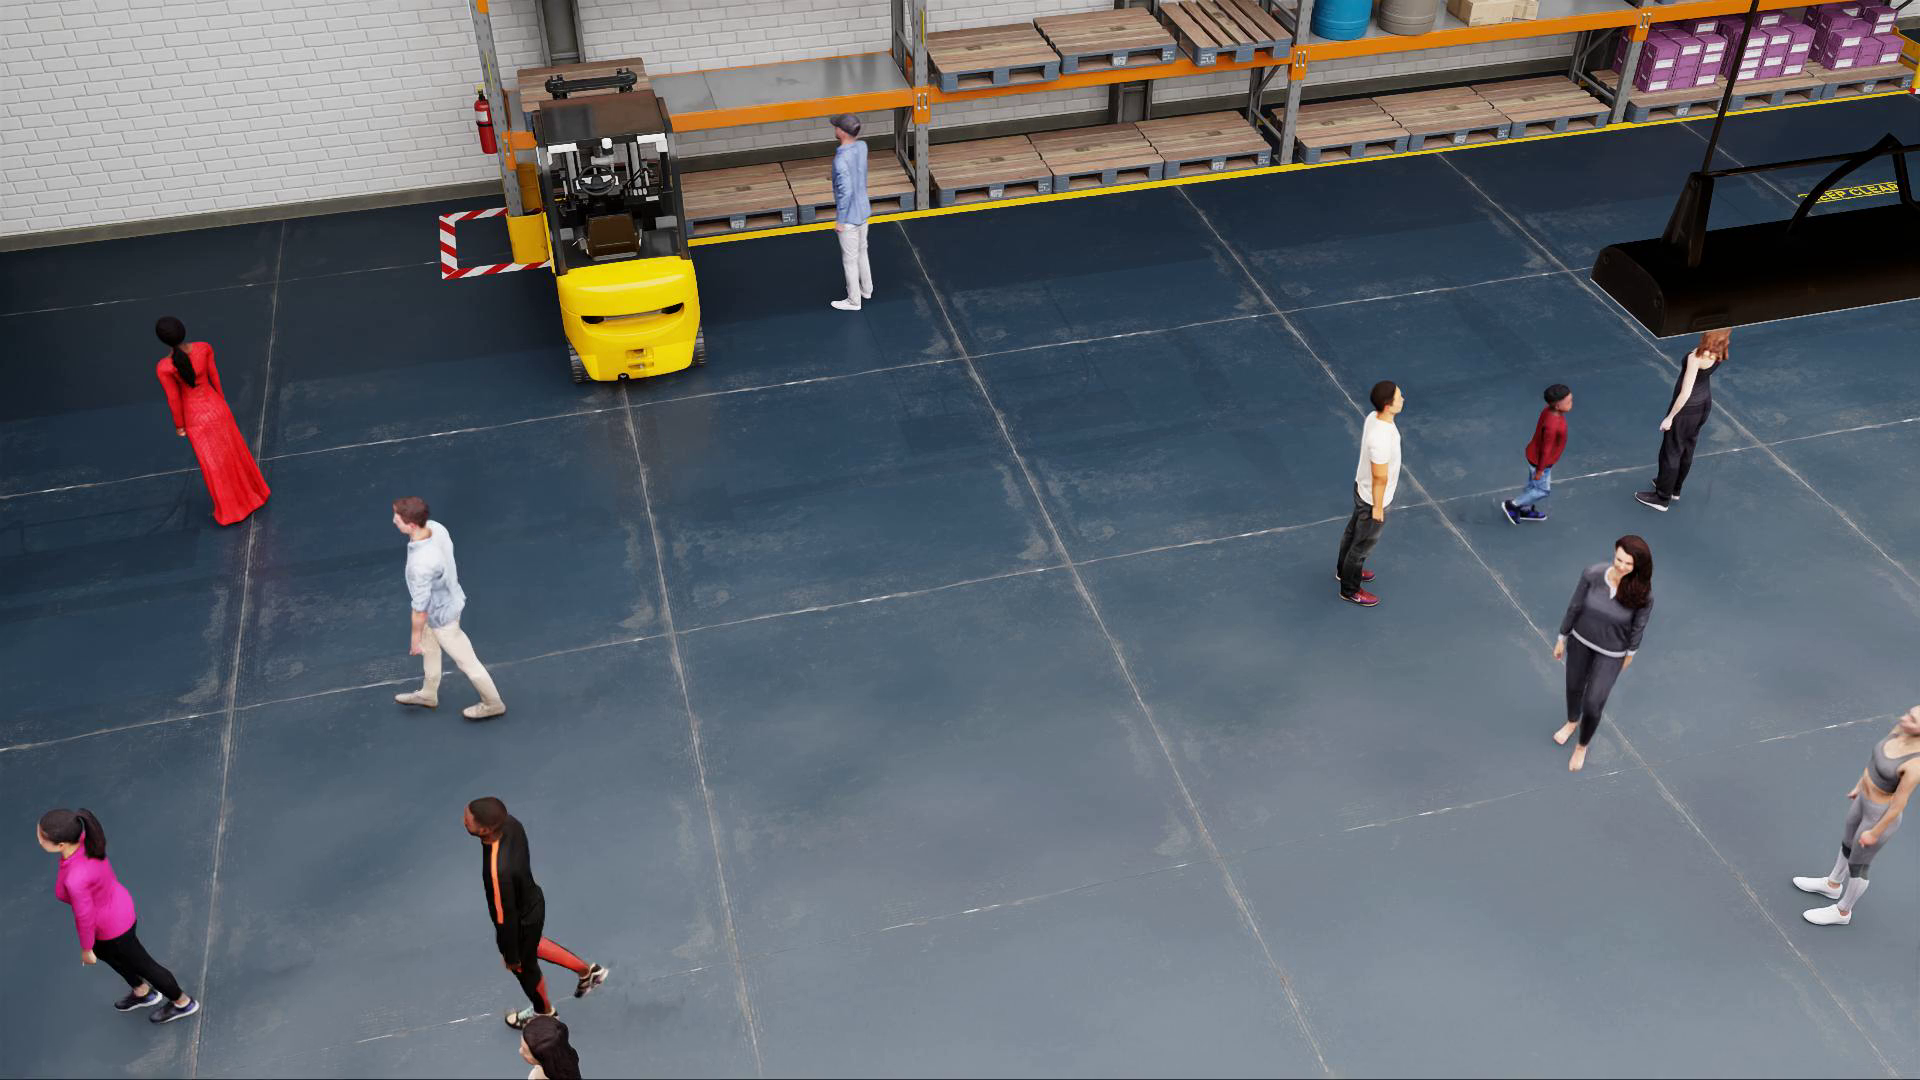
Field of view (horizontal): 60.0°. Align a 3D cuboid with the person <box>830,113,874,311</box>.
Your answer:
[{"bbox_3d":[-0.970,-2.950,14.941,0.783,1.888,0.742,16,41,19],"label":"person"}]

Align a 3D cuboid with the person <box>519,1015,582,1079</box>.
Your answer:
[{"bbox_3d":[-1.841,2.810,7.850,0.543,1.736,0.595,-13,40,-16],"label":"person"}]

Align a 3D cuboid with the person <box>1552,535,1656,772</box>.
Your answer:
[{"bbox_3d":[4.081,0.620,10.578,0.783,1.753,0.843,27,46,29],"label":"person"}]

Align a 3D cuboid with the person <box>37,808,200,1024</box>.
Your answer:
[{"bbox_3d":[-4.443,2.010,8.902,0.673,1.683,0.612,-12,40,-15],"label":"person"}]

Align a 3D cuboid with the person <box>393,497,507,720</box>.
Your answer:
[{"bbox_3d":[-3.233,0.473,10.706,1.023,1.825,0.773,-3,39,-4],"label":"person"}]

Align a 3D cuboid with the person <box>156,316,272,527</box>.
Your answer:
[{"bbox_3d":[-5.646,-0.897,12.462,0.806,1.784,0.742,21,43,24],"label":"person"}]

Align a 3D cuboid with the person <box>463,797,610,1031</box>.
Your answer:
[{"bbox_3d":[-2.243,1.997,8.820,0.865,1.797,0.702,-4,39,-4],"label":"person"}]

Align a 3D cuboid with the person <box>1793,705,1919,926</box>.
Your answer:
[{"bbox_3d":[5.215,1.544,9.464,0.681,1.701,0.650,7,39,8],"label":"person"}]

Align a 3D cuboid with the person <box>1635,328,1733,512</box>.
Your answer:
[{"bbox_3d":[5.545,-1.005,12.617,0.608,1.748,0.725,-29,47,-32],"label":"person"}]

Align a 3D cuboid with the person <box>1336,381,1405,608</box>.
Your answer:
[{"bbox_3d":[2.908,-0.352,11.763,0.671,1.805,0.707,4,39,6],"label":"person"}]

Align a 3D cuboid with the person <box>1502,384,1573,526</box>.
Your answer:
[{"bbox_3d":[4.328,-0.636,12.559,0.684,1.244,0.622,9,39,11],"label":"person"}]
